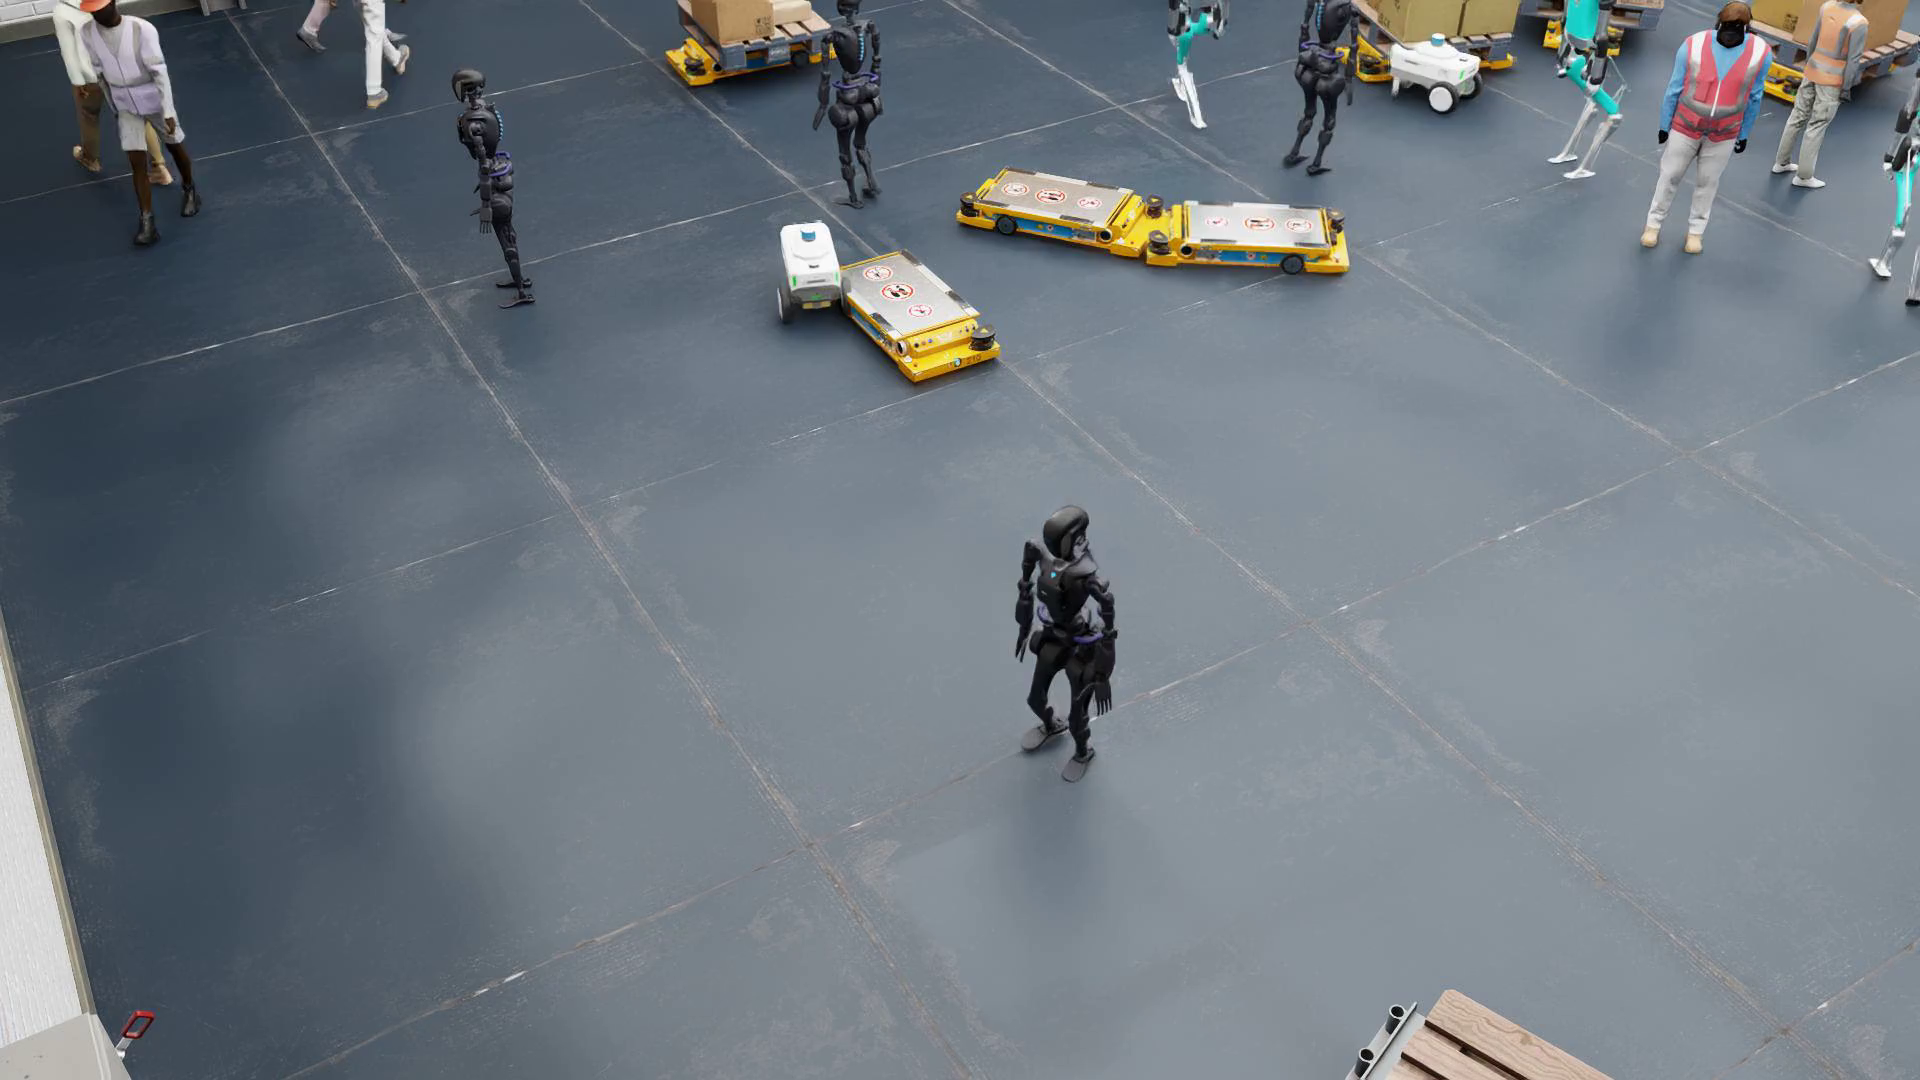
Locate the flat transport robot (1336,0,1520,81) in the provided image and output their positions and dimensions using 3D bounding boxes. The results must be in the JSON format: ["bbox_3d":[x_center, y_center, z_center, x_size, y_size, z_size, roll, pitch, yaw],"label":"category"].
[{"bbox_3d":[4.111,-4.331,14.757,1.431,0.231,0.659,-9,39,-11],"label":"flat transport robot"}]

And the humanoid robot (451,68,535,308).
[{"bbox_3d":[-3.129,-2.351,11.113,0.315,1.657,0.599,-7,39,-9],"label":"humanoid robot"}]

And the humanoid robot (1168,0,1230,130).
[{"bbox_3d":[1.847,-4.296,13.545,0.564,1.743,1.019,-9,39,-11],"label":"humanoid robot"}]

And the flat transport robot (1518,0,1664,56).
[{"bbox_3d":[5.816,-4.861,15.425,0.659,0.231,1.431,13,40,15],"label":"flat transport robot"}]

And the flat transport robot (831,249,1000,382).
[{"bbox_3d":[-0.373,-1.553,11.252,0.659,0.231,1.431,-20,43,-23],"label":"flat transport robot"}]

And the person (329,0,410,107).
[{"bbox_3d":[-4.939,-4.648,13.895,0.598,1.825,1.000,5,39,6],"label":"person"}]

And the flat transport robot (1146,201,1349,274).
[{"bbox_3d":[2.075,-2.197,12.064,1.431,0.231,0.659,3,39,4],"label":"flat transport robot"}]

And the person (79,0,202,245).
[{"bbox_3d":[-5.865,-3.067,11.851,0.562,1.890,0.949,-2,38,-3],"label":"person"}]

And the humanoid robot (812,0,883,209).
[{"bbox_3d":[-0.803,-3.234,12.247,0.596,1.649,0.344,-29,47,-32],"label":"humanoid robot"}]

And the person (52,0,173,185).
[{"bbox_3d":[-6.547,-3.540,12.600,0.963,1.703,0.502,22,43,25],"label":"person"}]

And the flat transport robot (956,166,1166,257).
[{"bbox_3d":[0.754,-2.451,12.384,1.431,0.231,0.659,15,41,18],"label":"flat transport robot"}]

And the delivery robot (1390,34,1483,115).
[{"bbox_3d":[4.028,-3.964,14.072,0.777,0.606,0.499,28,46,31],"label":"delivery robot"}]

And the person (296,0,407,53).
[{"bbox_3d":[-5.508,-5.171,14.589,0.866,1.806,0.572,-28,46,-30],"label":"person"}]

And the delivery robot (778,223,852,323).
[{"bbox_3d":[-1.021,-1.850,11.411,0.499,0.614,0.818,-7,39,-9],"label":"delivery robot"}]

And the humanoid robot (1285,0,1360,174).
[{"bbox_3d":[2.783,-3.607,12.704,0.323,1.647,0.604,-25,45,-28],"label":"humanoid robot"}]

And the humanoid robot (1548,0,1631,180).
[{"bbox_3d":[4.873,-3.644,12.682,0.708,1.747,0.535,-11,40,-13],"label":"humanoid robot"}]

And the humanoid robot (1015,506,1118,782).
[{"bbox_3d":[0.503,0.474,7.570,0.584,1.641,0.412,29,47,32],"label":"humanoid robot"}]

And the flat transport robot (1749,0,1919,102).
[{"bbox_3d":[7.478,-4.154,14.533,1.431,0.231,0.659,-22,43,-25],"label":"flat transport robot"}]

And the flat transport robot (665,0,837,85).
[{"bbox_3d":[-1.837,-4.362,14.796,1.431,0.231,0.659,-17,42,-21],"label":"flat transport robot"}]

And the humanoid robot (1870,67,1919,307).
[{"bbox_3d":[6.586,-2.425,11.229,0.558,1.851,0.855,6,39,8],"label":"humanoid robot"}]

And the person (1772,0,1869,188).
[{"bbox_3d":[6.549,-3.481,12.579,0.307,1.640,0.512,-9,39,-11],"label":"person"}]

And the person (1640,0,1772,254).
[{"bbox_3d":[5.233,-2.894,11.691,0.628,1.835,0.431,13,40,16],"label":"person"}]
